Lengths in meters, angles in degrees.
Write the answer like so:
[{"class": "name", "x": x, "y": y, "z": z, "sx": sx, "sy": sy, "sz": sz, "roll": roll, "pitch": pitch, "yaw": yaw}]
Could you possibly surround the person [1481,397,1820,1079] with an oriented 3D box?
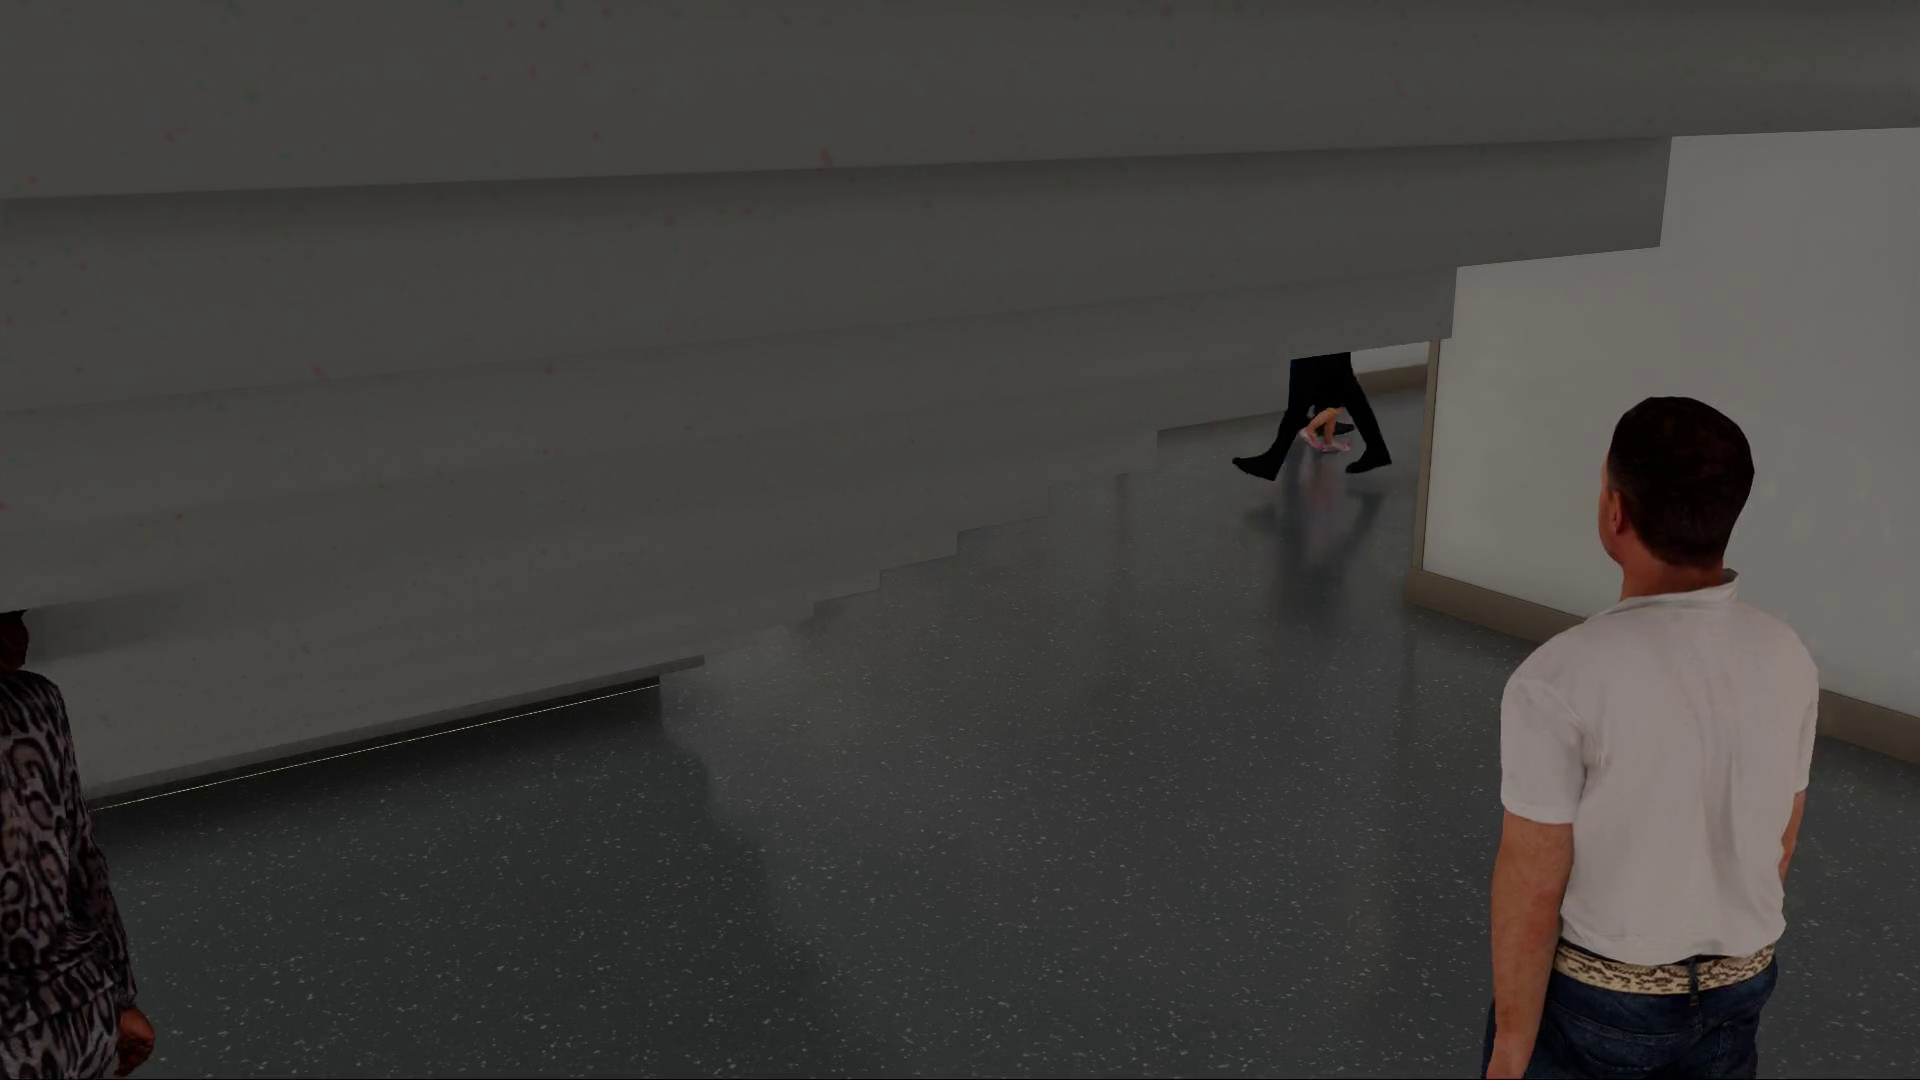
[{"class": "person", "x": 1.033, "y": 0.749, "z": 2.387, "sx": 1.077, "sy": 1.807, "sz": 1.337, "roll": -2, "pitch": 16, "yaw": -8}]
